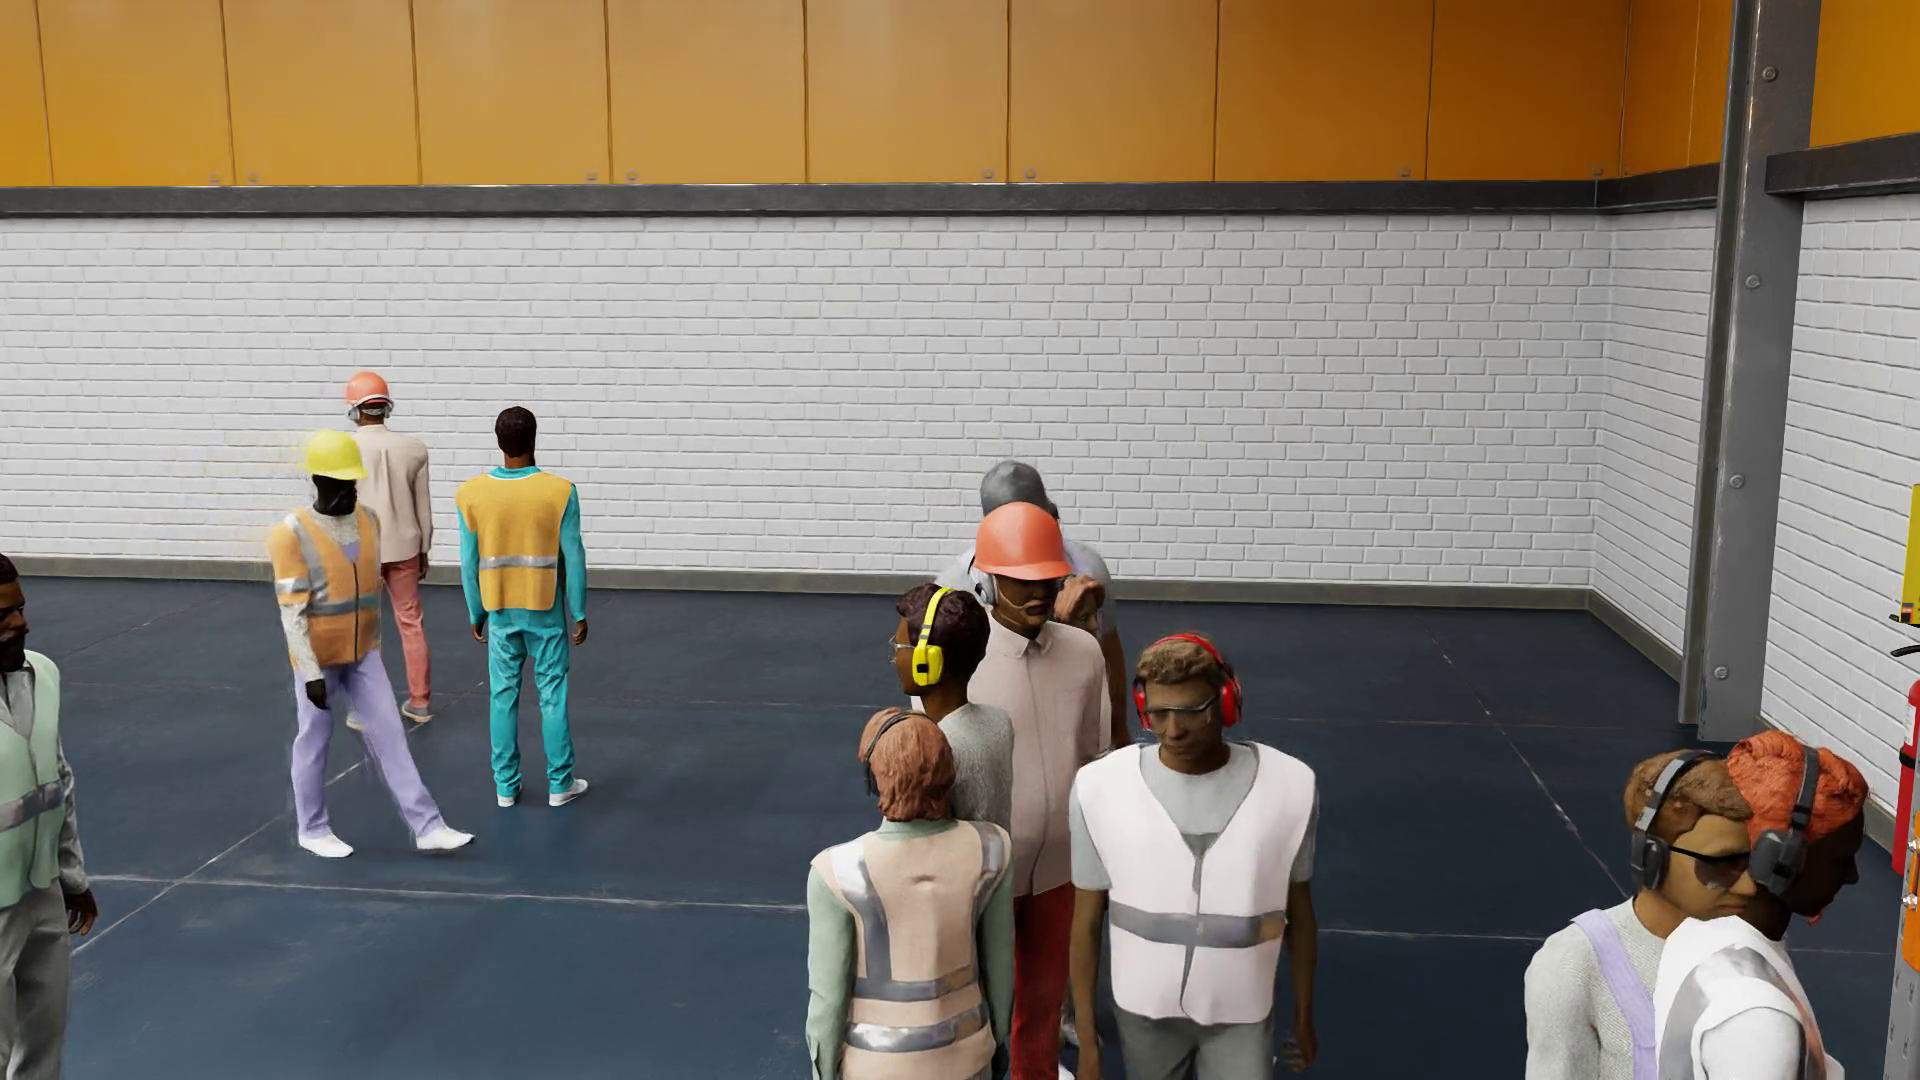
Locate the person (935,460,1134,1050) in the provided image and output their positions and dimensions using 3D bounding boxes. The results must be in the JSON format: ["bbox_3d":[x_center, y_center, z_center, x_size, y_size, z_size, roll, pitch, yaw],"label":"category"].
[{"bbox_3d":[0.200,0.632,5.796,0.754,2.000,0.893,-5,11,-27],"label":"person"}]

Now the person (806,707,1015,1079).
[{"bbox_3d":[-0.106,1.187,3.764,0.517,1.639,0.314,-5,11,-25],"label":"person"}]

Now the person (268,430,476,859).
[{"bbox_3d":[-2.553,0.485,7.059,0.908,1.885,0.605,5,11,28],"label":"person"}]

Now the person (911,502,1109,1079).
[{"bbox_3d":[0.150,0.881,4.502,0.613,1.994,0.382,-7,12,-33],"label":"person"}]

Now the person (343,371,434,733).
[{"bbox_3d":[-3.232,0.061,9.235,0.606,1.986,0.411,-8,13,-40],"label":"person"}]

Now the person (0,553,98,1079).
[{"bbox_3d":[-2.519,0.954,4.342,0.392,1.913,0.592,1,10,5],"label":"person"}]

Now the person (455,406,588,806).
[{"bbox_3d":[-2.064,0.325,7.896,0.593,1.922,0.391,0,10,0],"label":"person"}]

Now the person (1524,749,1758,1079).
[{"bbox_3d":[1.176,1.246,2.843,0.510,1.844,0.341,-4,11,-24],"label":"person"}]

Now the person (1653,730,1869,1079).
[{"bbox_3d":[1.262,1.242,2.785,0.352,1.871,0.576,2,10,12],"label":"person"}]

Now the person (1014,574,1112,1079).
[{"bbox_3d":[0.323,0.910,5.359,0.310,1.641,0.521,6,12,31],"label":"person"}]

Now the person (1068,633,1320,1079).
[{"bbox_3d":[0.529,1.115,3.686,0.585,1.802,0.852,1,10,4],"label":"person"}]

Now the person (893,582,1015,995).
[{"bbox_3d":[-0.043,1.025,4.033,0.328,1.872,0.515,3,10,19],"label":"person"}]
